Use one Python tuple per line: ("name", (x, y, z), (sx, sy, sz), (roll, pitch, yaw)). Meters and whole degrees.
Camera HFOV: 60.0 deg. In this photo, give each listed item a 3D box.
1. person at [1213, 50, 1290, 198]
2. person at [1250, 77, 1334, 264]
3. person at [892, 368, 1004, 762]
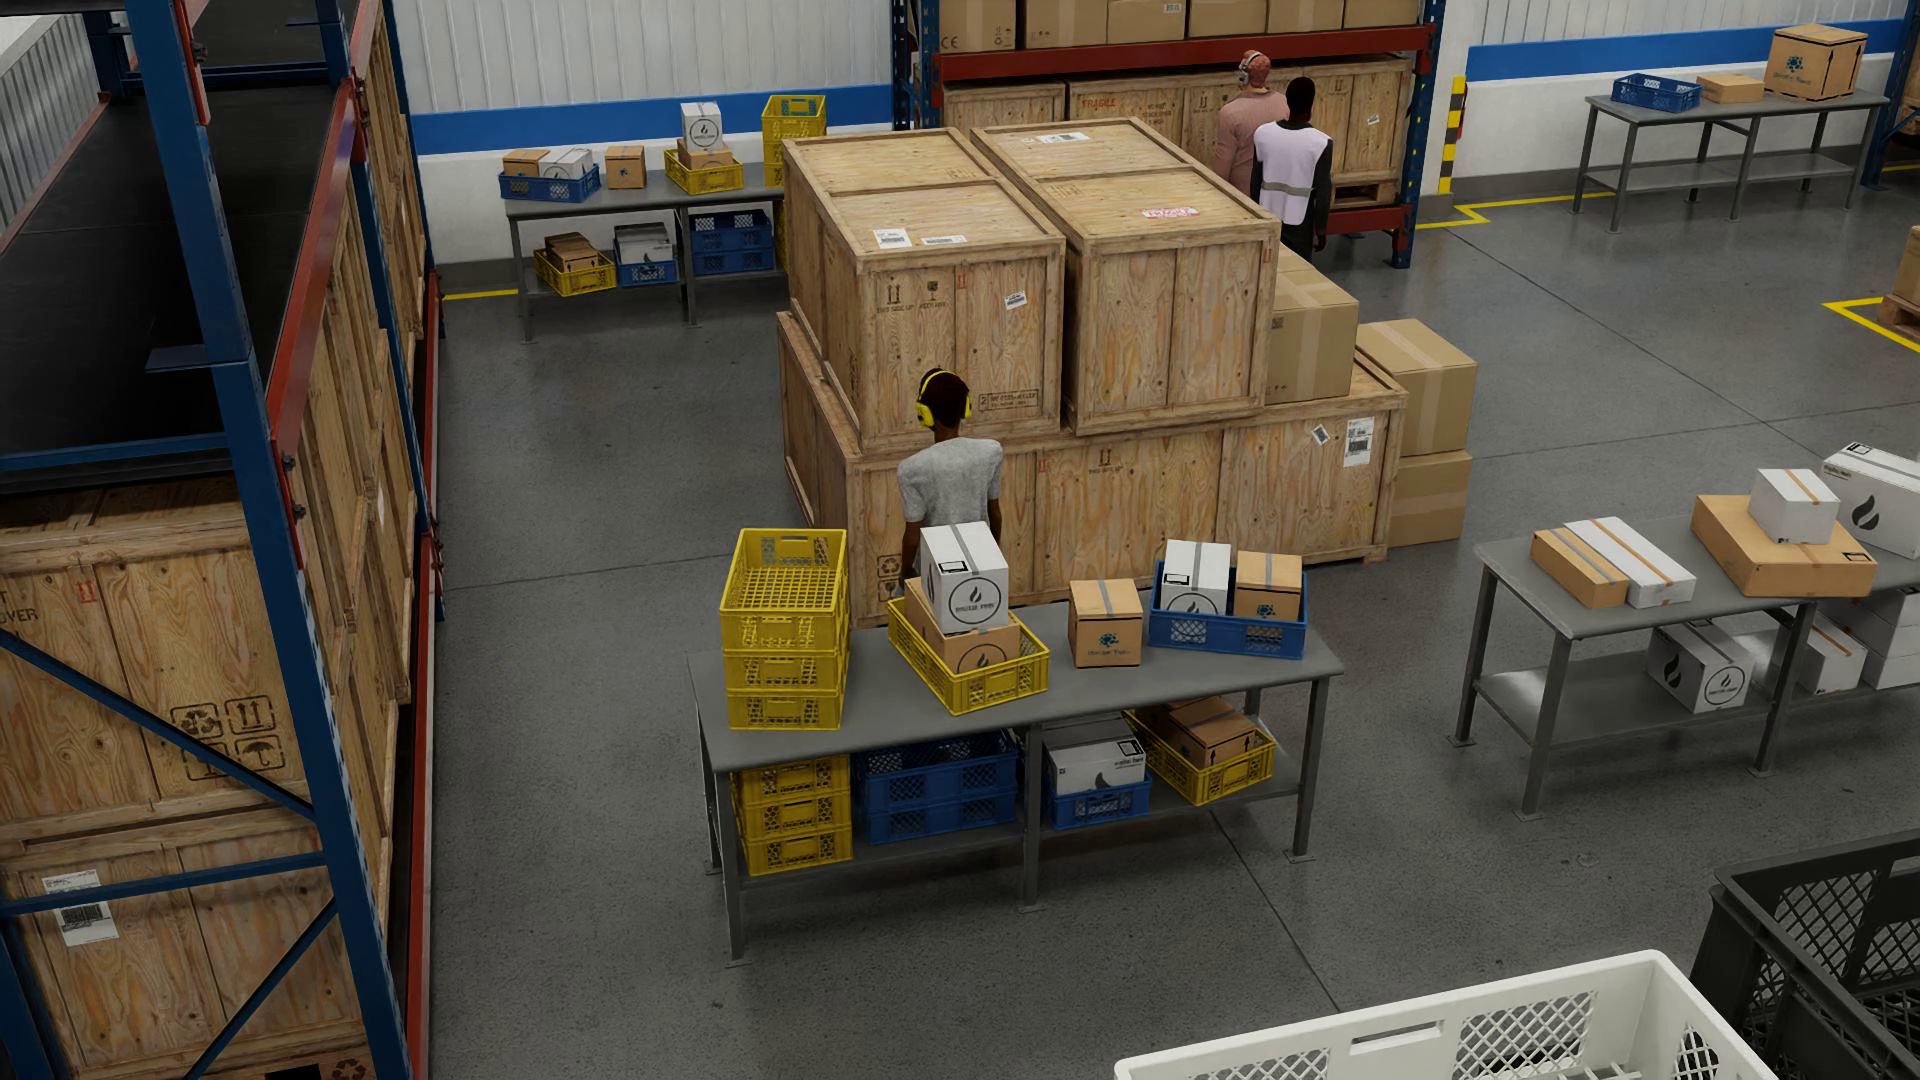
("person", (2.063, -2.586, 12.094), (0.643, 1.913, 0.410), (-17, 33, -28))
("person", (2.243, -2.189, 11.370), (0.593, 1.915, 0.388), (20, 35, 32))
("person", (-0.056, 0.136, 7.202), (0.521, 1.865, 0.328), (-15, 32, -25))
